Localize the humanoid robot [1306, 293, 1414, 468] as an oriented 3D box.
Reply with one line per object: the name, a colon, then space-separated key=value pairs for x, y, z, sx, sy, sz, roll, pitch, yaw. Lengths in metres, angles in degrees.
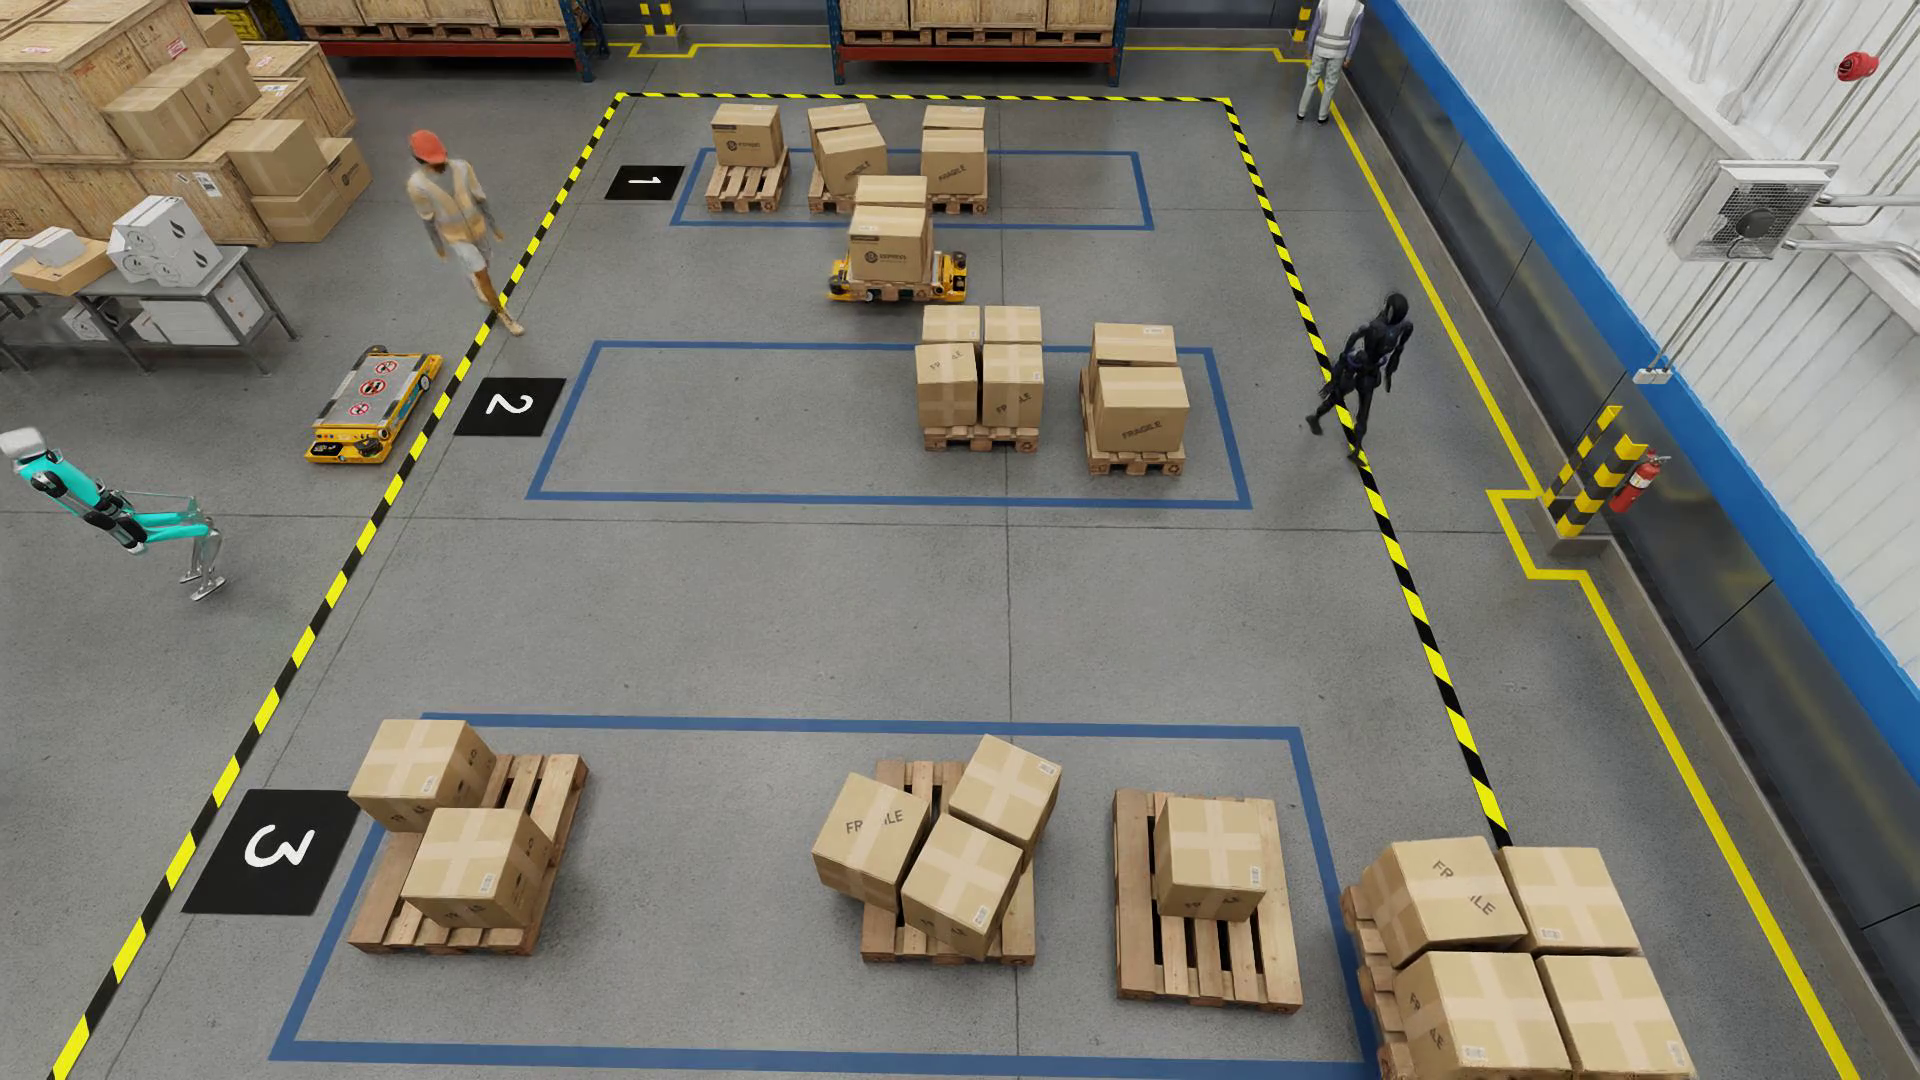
humanoid robot: x=3.347 y=-1.367 z=7.629 sx=0.611 sy=1.618 sz=0.778 roll=-8 pitch=50 yaw=-7

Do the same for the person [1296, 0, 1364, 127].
person: x=4.683 y=-6.198 z=11.591 sx=0.588 sy=1.825 sz=0.403 roll=20 pitch=53 yaw=16

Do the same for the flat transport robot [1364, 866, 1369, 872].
flat transport robot: x=2.828 y=2.556 z=5.186 sx=0.652 sy=0.197 sz=1.431 roll=1 pitch=50 yaw=1

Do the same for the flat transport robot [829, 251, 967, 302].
flat transport robot: x=-0.646 y=-2.812 z=9.728 sx=1.431 sy=0.197 sz=0.652 roll=1 pitch=50 yaw=1

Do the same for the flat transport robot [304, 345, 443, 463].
flat transport robot: x=-5.383 y=-1.269 z=8.441 sx=0.659 sy=0.231 sz=1.431 roll=1 pitch=50 yaw=1

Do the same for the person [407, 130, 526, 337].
person: x=-4.780 y=-2.989 z=8.772 sx=1.007 sy=1.998 sz=0.604 roll=33 pitch=57 yaw=25

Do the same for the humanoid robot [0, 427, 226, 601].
humanoid robot: x=-5.804 y=-0.240 z=6.517 sx=0.735 sy=1.681 sz=0.533 roll=-36 pitch=59 yaw=-26
